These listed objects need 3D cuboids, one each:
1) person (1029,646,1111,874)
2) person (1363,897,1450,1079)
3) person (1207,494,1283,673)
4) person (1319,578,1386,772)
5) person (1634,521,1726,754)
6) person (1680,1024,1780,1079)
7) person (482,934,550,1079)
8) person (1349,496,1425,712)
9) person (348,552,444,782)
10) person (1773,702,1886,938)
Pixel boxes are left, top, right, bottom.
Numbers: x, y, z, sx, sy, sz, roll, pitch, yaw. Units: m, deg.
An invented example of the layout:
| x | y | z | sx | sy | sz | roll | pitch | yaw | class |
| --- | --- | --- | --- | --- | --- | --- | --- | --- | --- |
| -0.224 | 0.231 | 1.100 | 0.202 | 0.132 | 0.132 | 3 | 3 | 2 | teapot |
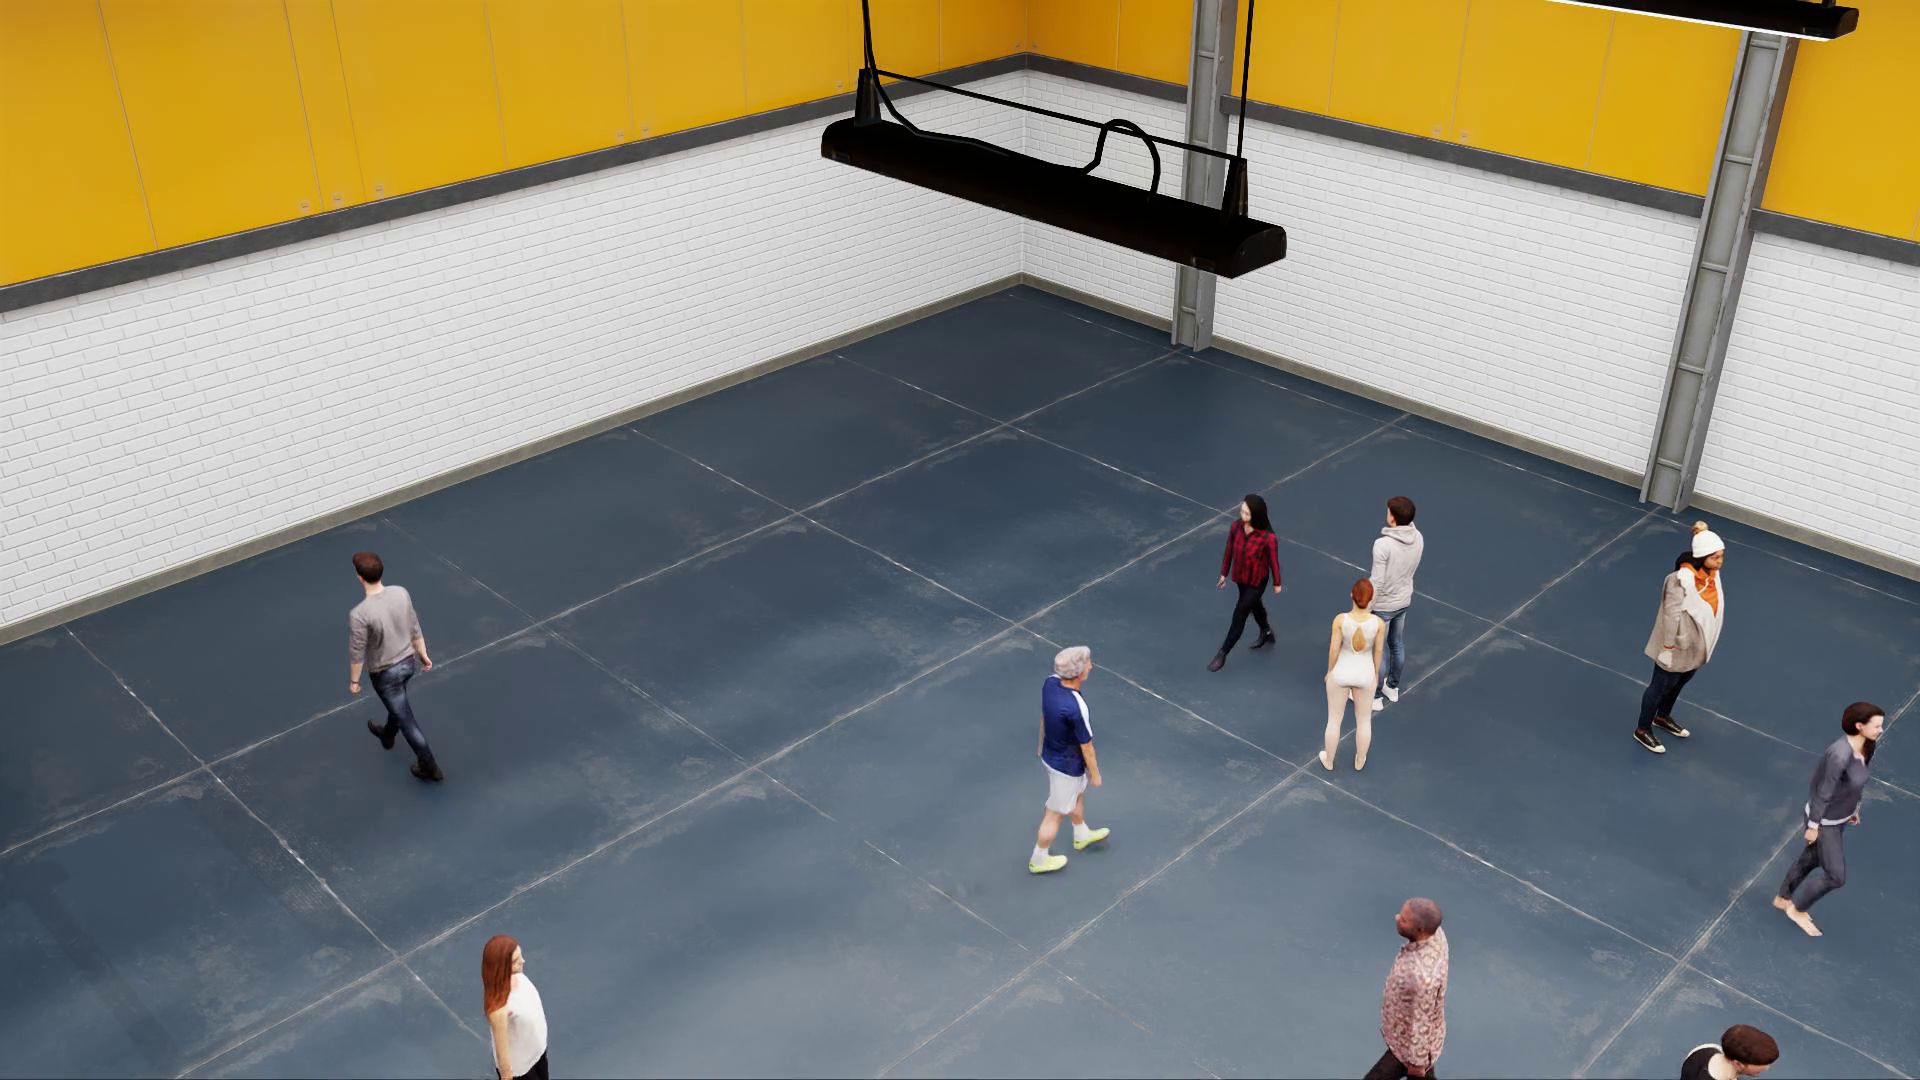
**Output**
| x | y | z | sx | sy | sz | roll | pitch | yaw | class |
| --- | --- | --- | --- | --- | --- | --- | --- | --- | --- |
| 0.635 | 1.533 | 11.332 | 0.899 | 1.810 | 0.958 | -12 | 31 | -21 | person |
| 2.586 | 2.732 | 9.165 | 1.061 | 1.781 | 0.959 | 9 | 30 | 16 | person |
| 2.466 | 0.315 | 13.781 | 0.717 | 1.604 | 0.989 | -21 | 35 | -34 | person |
| 2.941 | 1.018 | 12.452 | 0.599 | 1.643 | 0.680 | 3 | 29 | 6 | person |
| 5.532 | 0.720 | 12.738 | 0.723 | 1.891 | 0.685 | -21 | 35 | -33 | person |
| 3.605 | 3.097 | 8.421 | 1.307 | 1.853 | 1.163 | 4 | 29 | 7 | person |
| -2.469 | 2.835 | 9.050 | 0.908 | 1.711 | 0.856 | -1 | 29 | -2 | person |
| 3.414 | 0.494 | 13.192 | 0.688 | 1.853 | 0.596 | -21 | 35 | -33 | person |
| -4.122 | 0.983 | 12.276 | 1.205 | 1.872 | 0.917 | 16 | 32 | 27 | person |
| 5.623 | 1.784 | 10.930 | 0.611 | 1.755 | 0.618 | 25 | 37 | 38 | person |
